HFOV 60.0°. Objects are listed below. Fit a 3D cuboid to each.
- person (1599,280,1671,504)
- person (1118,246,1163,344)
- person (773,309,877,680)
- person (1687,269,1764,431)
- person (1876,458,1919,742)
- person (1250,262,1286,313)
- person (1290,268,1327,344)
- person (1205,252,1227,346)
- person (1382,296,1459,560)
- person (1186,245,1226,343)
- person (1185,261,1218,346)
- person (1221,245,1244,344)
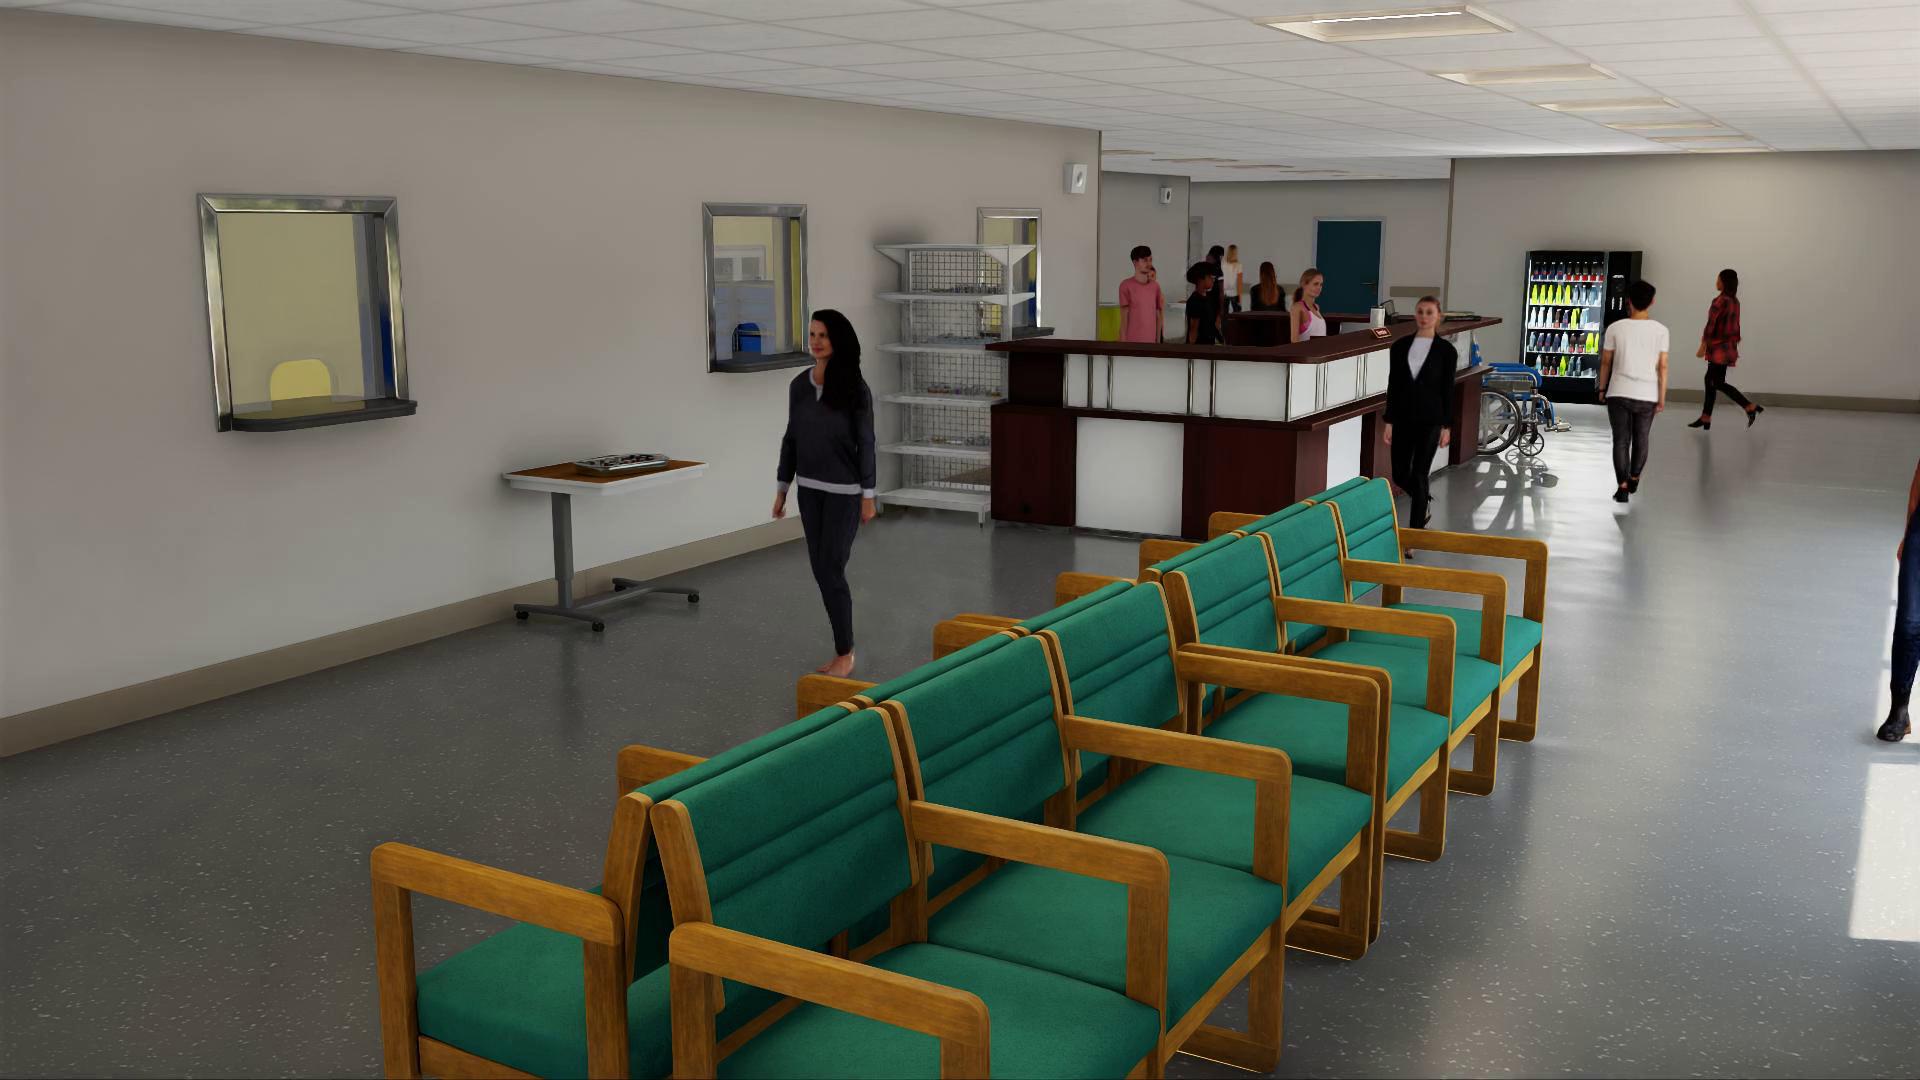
[{"bbox_3d":[5.148,-1.104,12.748,1.050,1.680,0.850,3,11,16],"label":"person"},{"bbox_3d":[1.675,-1.808,15.797,0.698,1.958,0.721,-5,12,-26],"label":"person"},{"bbox_3d":[-0.573,-0.222,7.983,0.606,1.754,0.695,7,13,34],"label":"person"},{"bbox_3d":[7.950,-1.936,17.209,0.798,1.682,1.092,-9,14,-41],"label":"person"},{"bbox_3d":[4.145,-0.002,6.880,0.550,1.734,0.695,8,13,37],"label":"person"},{"bbox_3d":[3.782,-2.558,20.544,1.044,1.661,0.934,2,11,8],"label":"person"},{"bbox_3d":[2.945,-1.441,14.319,0.554,1.786,0.631,8,13,37],"label":"person"},{"bbox_3d":[4.033,-3.692,26.359,0.818,1.721,0.786,-8,13,-36],"label":"person"},{"bbox_3d":[3.002,-0.732,10.837,0.825,1.692,0.706,7,13,33],"label":"person"},{"bbox_3d":[4.502,-4.439,30.219,1.056,1.749,0.717,4,11,19],"label":"person"},{"bbox_3d":[2.414,-1.989,17.318,1.158,1.745,0.852,3,11,14],"label":"person"},{"bbox_3d":[4.638,-4.181,28.751,0.800,1.789,0.715,5,12,24],"label":"person"}]
